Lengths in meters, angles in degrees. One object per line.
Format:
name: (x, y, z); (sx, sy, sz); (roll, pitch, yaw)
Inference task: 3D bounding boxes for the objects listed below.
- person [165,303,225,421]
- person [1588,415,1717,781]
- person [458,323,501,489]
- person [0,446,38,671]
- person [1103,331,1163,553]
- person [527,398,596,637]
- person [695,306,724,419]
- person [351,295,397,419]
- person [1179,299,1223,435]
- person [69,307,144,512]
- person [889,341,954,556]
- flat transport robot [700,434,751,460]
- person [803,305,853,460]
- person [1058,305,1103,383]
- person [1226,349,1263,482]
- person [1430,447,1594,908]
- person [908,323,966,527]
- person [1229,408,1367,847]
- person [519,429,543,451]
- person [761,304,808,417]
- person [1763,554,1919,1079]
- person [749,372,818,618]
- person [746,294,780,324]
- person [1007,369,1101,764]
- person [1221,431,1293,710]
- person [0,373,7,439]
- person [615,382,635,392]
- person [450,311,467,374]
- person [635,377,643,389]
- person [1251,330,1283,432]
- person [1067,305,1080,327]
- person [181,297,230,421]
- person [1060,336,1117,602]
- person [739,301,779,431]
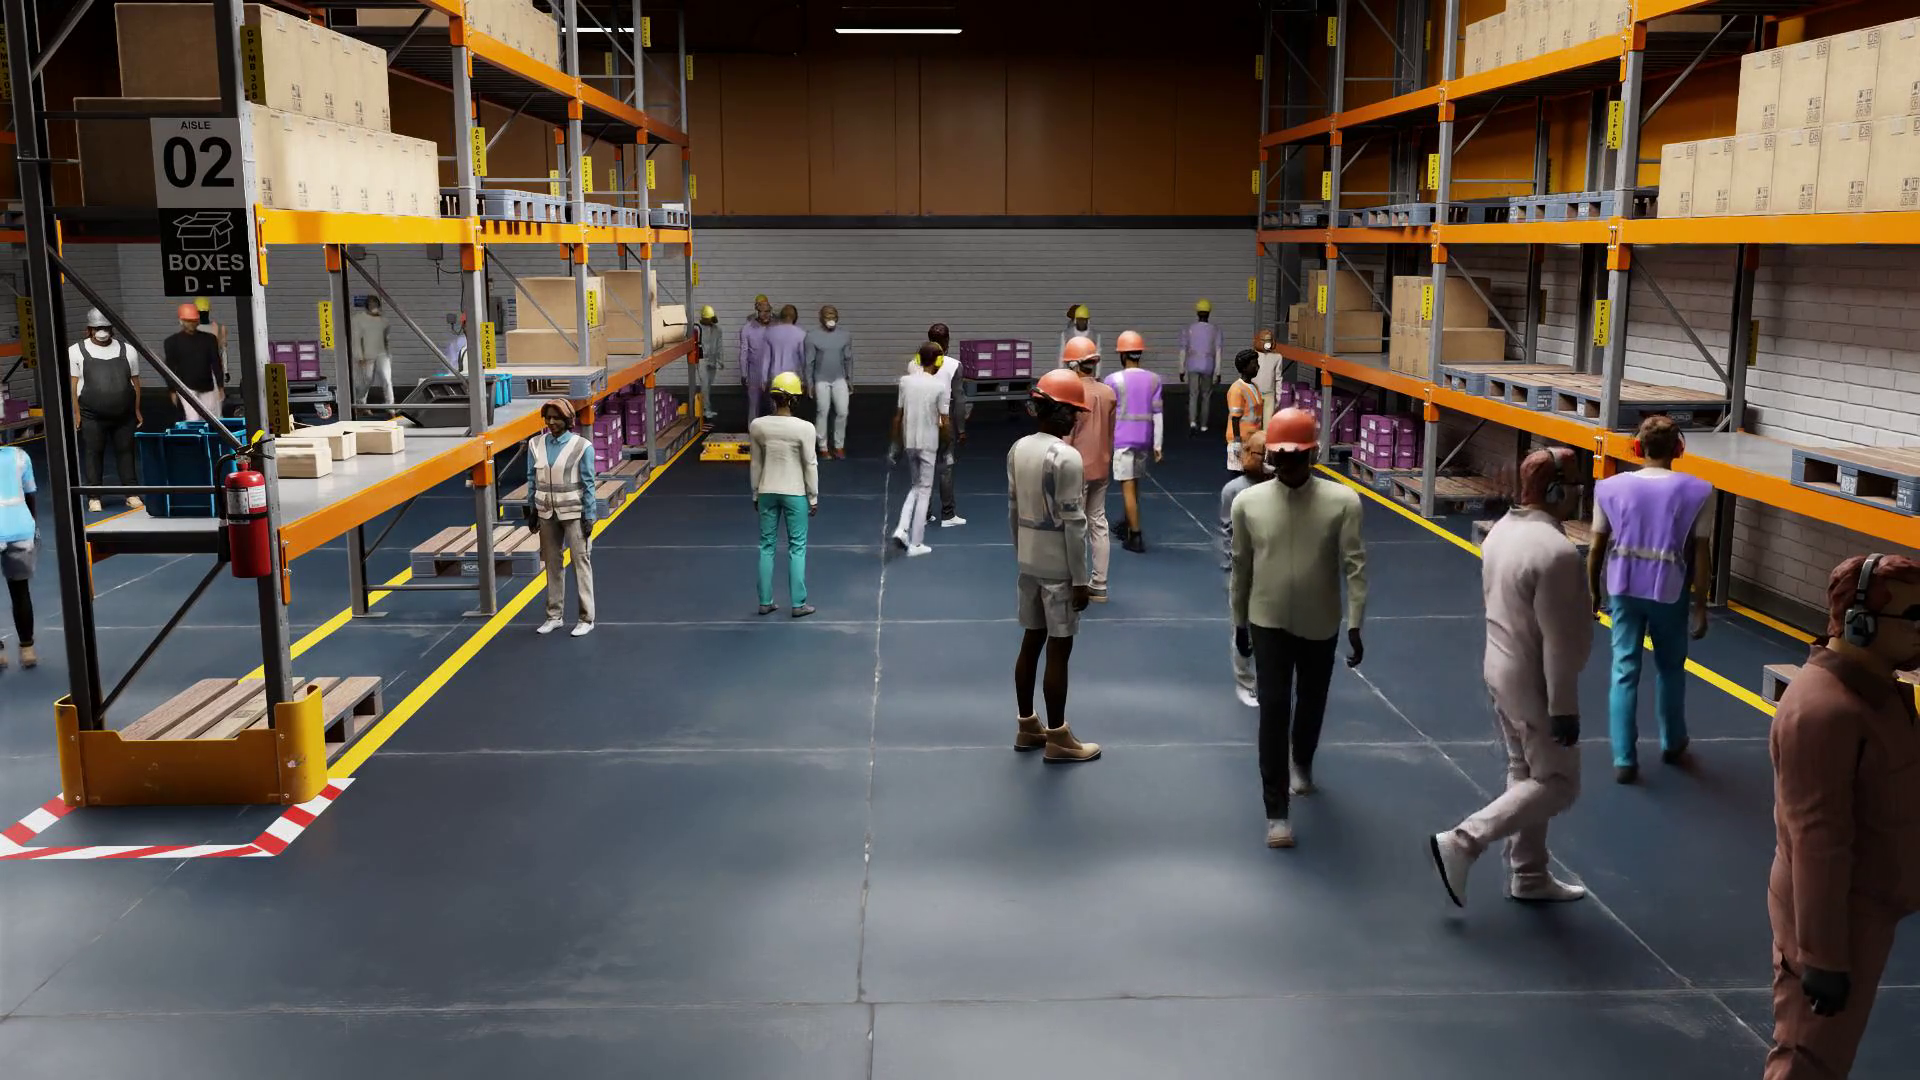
person: (-9.093, -1.828, 19.734); (0.619, 1.973, 0.783); (-9, 14, -41)
person: (3.497, 0.276, 8.420); (0.595, 1.813, 0.776); (6, 12, 31)
person: (-5.252, -1.470, 18.079); (0.335, 1.845, 0.513); (-7, 12, -34)
person: (-6.016, 0.002, 10.403); (0.330, 1.688, 0.560); (6, 12, 31)
person: (1.433, -0.877, 14.631); (0.561, 1.896, 0.889); (-4, 11, -23)
person: (-2.708, -0.155, 11.356); (0.512, 1.633, 0.313); (4, 11, 19)
person: (-3.849, -2.714, 25.411); (0.627, 1.700, 0.509); (10, 14, 43)
person: (-8.957, -2.785, 25.323); (0.627, 1.899, 0.849); (-8, 13, -38)
person: (3.358, -2.412, 23.214); (0.596, 1.888, 0.939); (2, 10, 12)
person: (-8.518, -1.309, 16.636); (0.683, 2.000, 0.537); (-8, 13, -39)
person: (-0.315, -0.776, 14.217); (0.553, 1.841, 0.413); (6, 12, 32)
flat transport robot: (-2.860, -1.181, 20.855); (0.652, 0.197, 1.431); (0, 10, -3)
person: (-1.585, -1.915, 20.356); (0.660, 1.915, 0.612); (-4, 11, -23)
person: (1.663, -2.331, 22.934); (0.611, 1.821, 0.490); (1, 10, 6)
person: (2.645, -0.924, 15.451); (0.316, 1.696, 0.530); (6, 12, 28)
person: (2.228, 0.570, 6.589); (0.626, 1.889, 0.660); (0, 10, -1)
person: (-0.213, -1.080, 15.705); (0.596, 1.918, 0.380); (6, 12, 29)
person: (1.552, 0.346, 7.707); (0.610, 1.958, 1.025); (2, 10, 9)
person: (-5.467, -2.057, 21.372); (0.621, 1.841, 0.429); (-4, 11, -19)
person: (-2.277, -2.060, 21.270); (0.669, 1.905, 0.931); (6, 12, 29)
person: (2.293, 0.975, 4.290); (0.409, 1.909, 0.643); (7, 12, 35)
person: (-1.257, -0.323, 11.947); (0.529, 1.761, 0.340); (3, 11, 17)
person: (-3.221, -3.110, 27.282); (0.588, 1.822, 0.403); (-3, 10, -14)
person: (0.489, 0.135, 8.613); (0.384, 2.035, 0.605); (-6, 12, -30)
person: (1.727, 0.188, 9.478); (0.517, 1.611, 0.549); (-3, 11, -15)
person: (-10.201, -1.327, 17.203); (0.640, 1.891, 0.600); (9, 13, 41)
person: (-5.085, -2.726, 24.973); (0.575, 1.882, 0.361); (8, 13, 38)
person: (-5.983, -1.889, 20.359); (0.571, 1.883, 0.958); (0, 10, 1)
person: (-5.136, -2.866, 25.468); (1.037, 1.998, 0.627); (0, 10, -3)
person: (3.683, -1.745, 20.235); (0.493, 1.625, 0.281); (-2, 10, -9)
person: (1.910, -3.127, 27.926); (0.273, 1.627, 0.502); (2, 10, 10)
person: (-10.265, -2.334, 22.668); (0.590, 1.927, 0.367); (-8, 13, -37)
person: (0.898, -0.500, 12.259); (0.608, 1.995, 0.378); (-10, 14, -44)
person: (-2.591, -2.211, 22.039); (0.651, 1.905, 0.409); (-3, 11, -15)
